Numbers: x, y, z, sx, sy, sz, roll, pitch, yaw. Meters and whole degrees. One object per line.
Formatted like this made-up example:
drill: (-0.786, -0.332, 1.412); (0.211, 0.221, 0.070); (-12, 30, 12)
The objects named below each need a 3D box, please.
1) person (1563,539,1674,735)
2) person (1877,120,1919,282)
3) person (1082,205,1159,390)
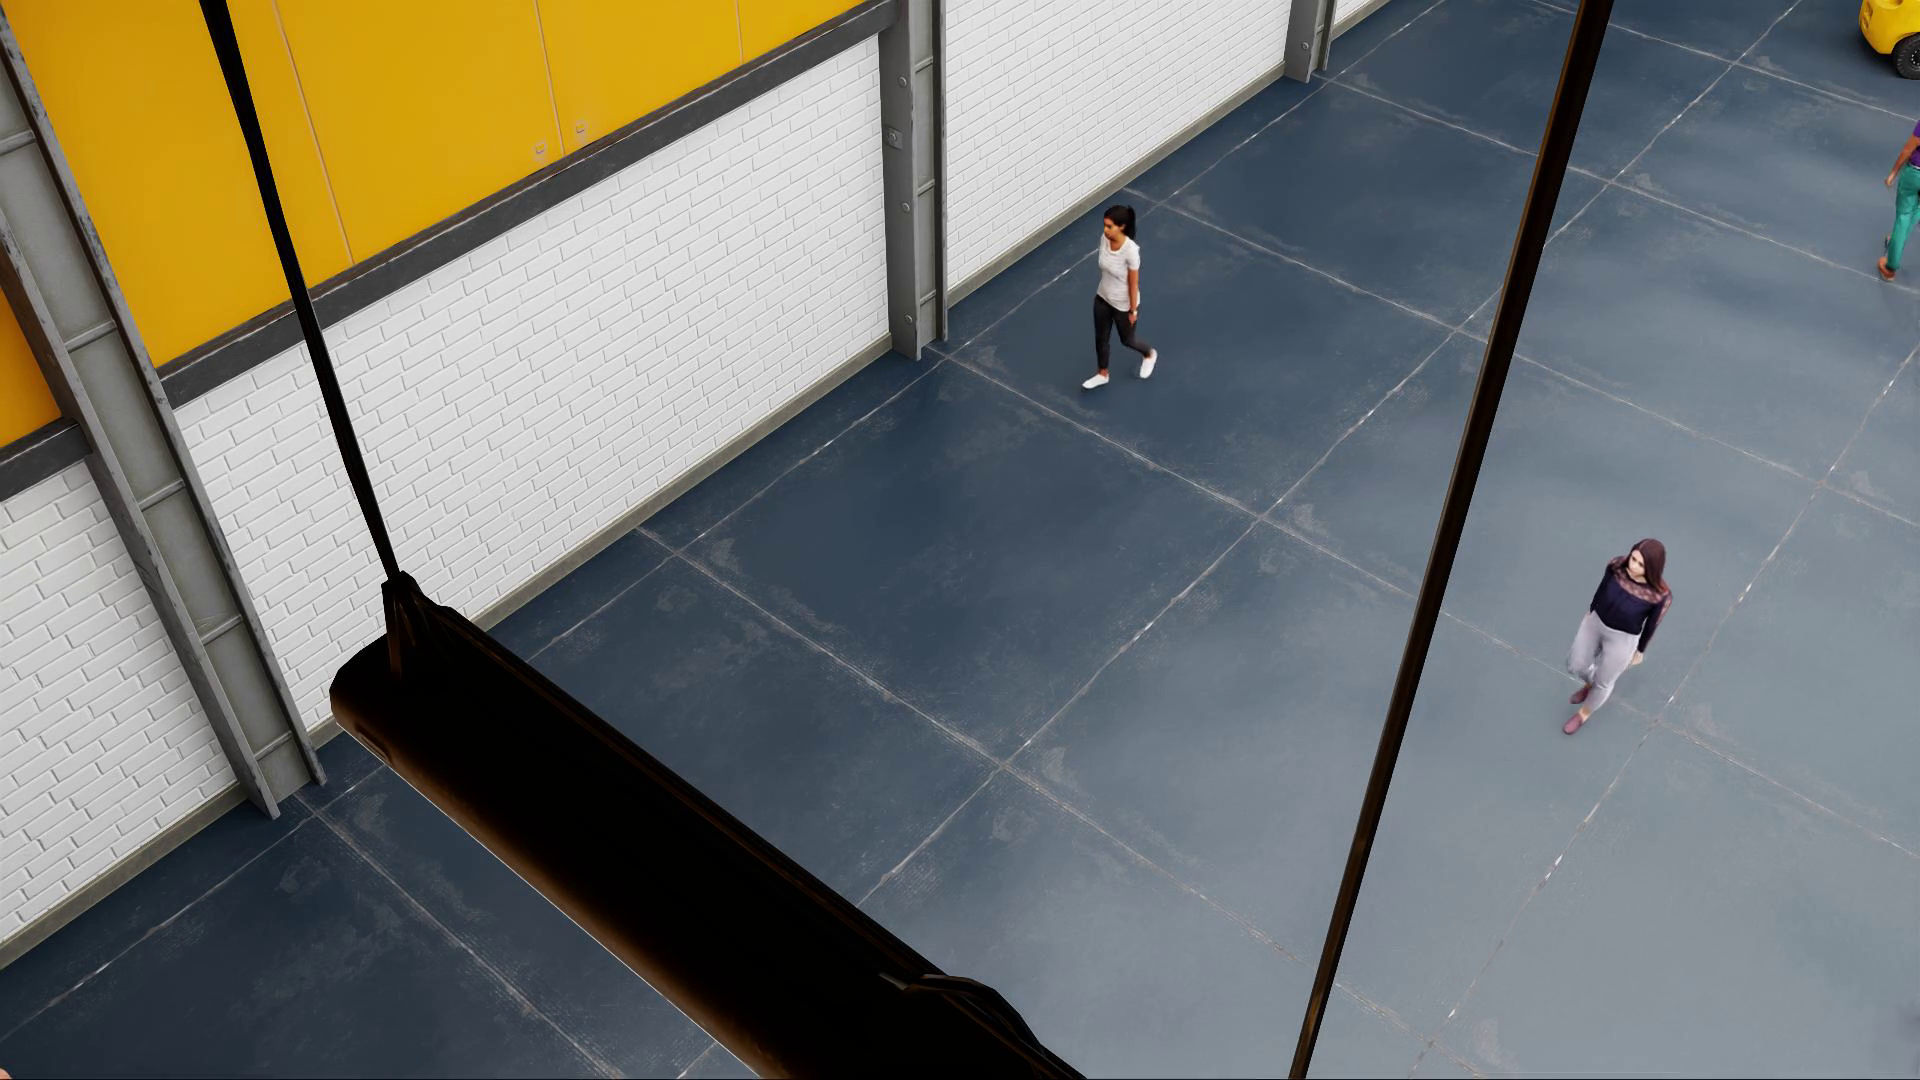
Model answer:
person: (4.045, 0.564, 10.223); (0.710, 1.600, 0.692); (-25, 49, -24)
person: (8.033, -2.946, 13.801); (0.891, 1.747, 1.003); (6, 44, 6)
person: (1.274, -1.870, 12.760); (0.946, 1.625, 0.717); (-29, 51, -27)
